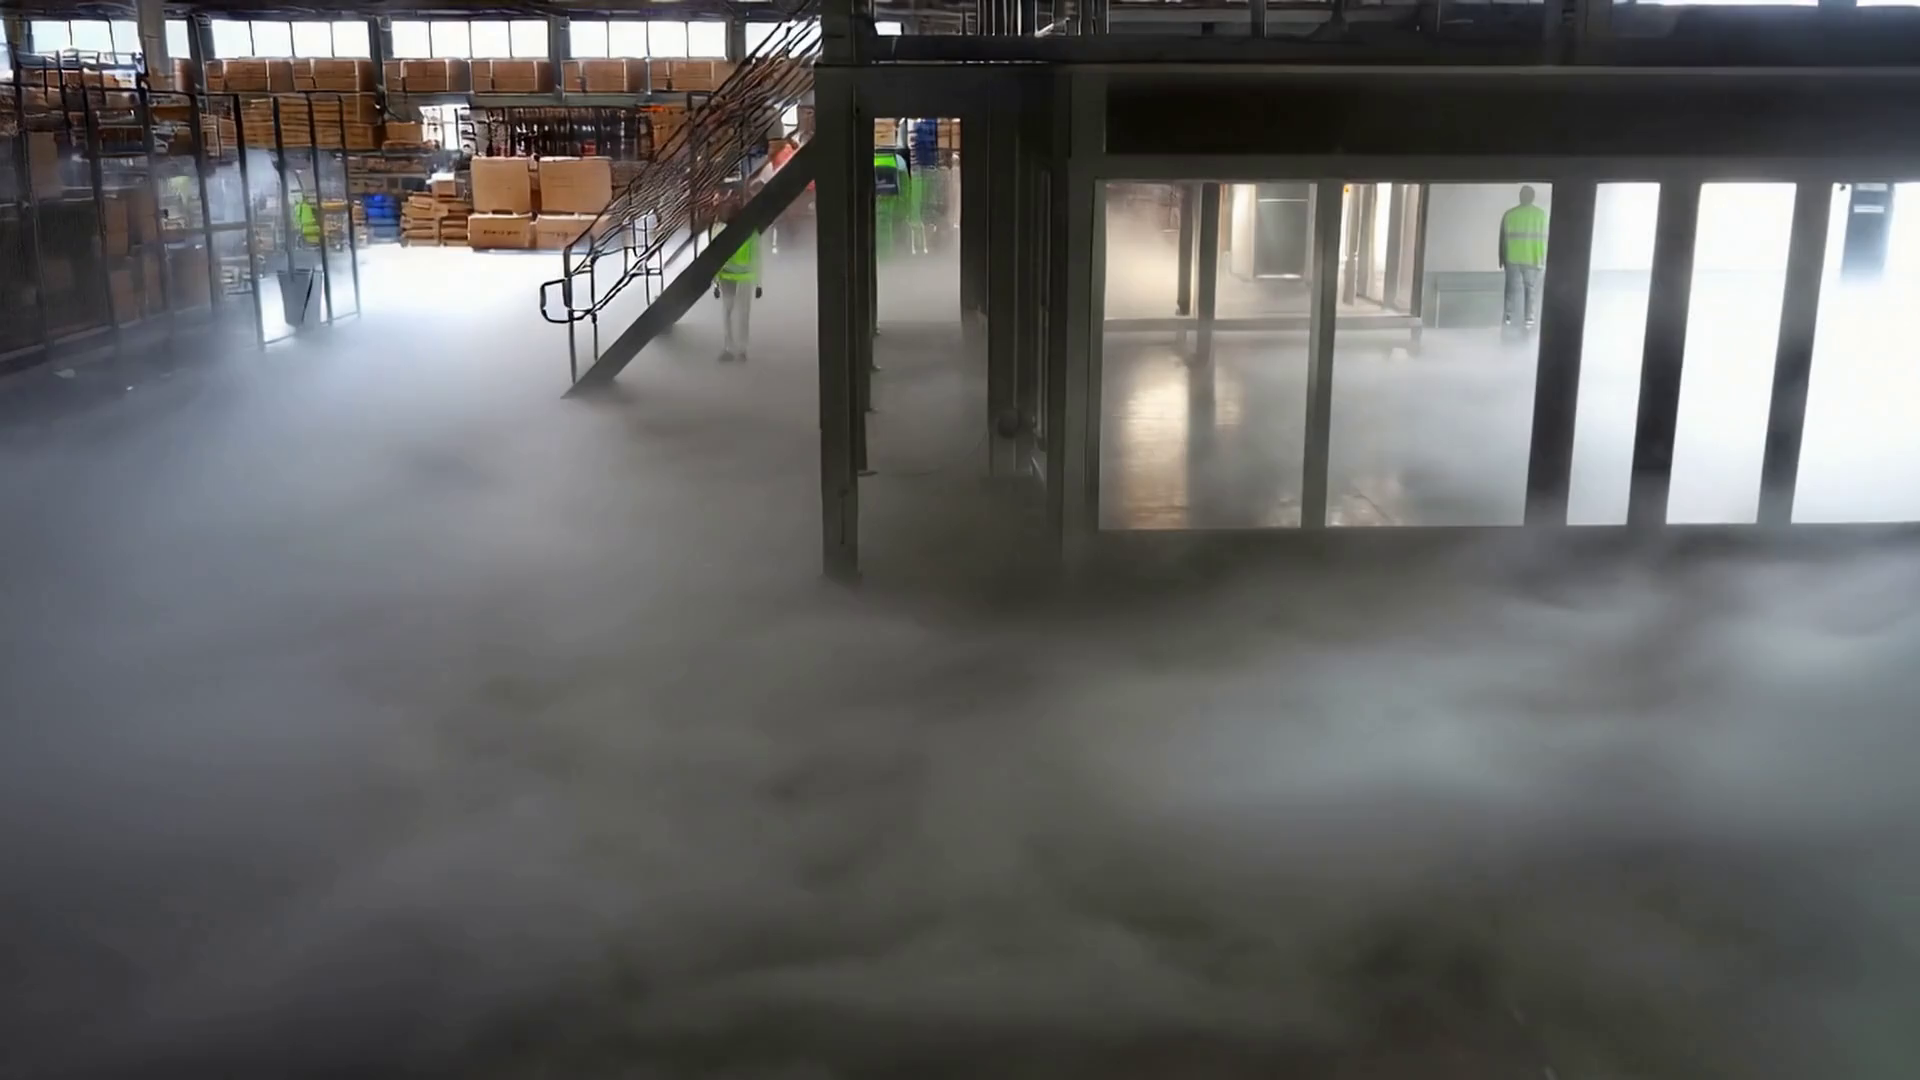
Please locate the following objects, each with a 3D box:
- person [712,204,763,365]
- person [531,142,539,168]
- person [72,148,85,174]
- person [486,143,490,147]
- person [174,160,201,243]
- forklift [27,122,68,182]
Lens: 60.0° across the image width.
[{"bbox_3d":[-2.579,-2.959,19.287,0.579,1.826,0.985,-3,14,-13],"label":"person"},{"bbox_3d":[-21.275,-19.060,83.407,0.405,1.943,0.615,7,16,27],"label":"person"},{"bbox_3d":[-39.269,-16.624,74.170,0.553,1.688,0.353,-7,16,-26],"label":"person"},{"bbox_3d":[-23.835,-19.093,83.818,0.724,1.805,0.608,-3,14,-12],"label":"person"},{"bbox_3d":[-17.369,-7.548,37.385,0.505,1.944,0.616,0,14,-1],"label":"person"},{"bbox_3d":[-35.376,-14.773,64.377,1.129,2.768,1.873,-1,14,-2],"label":"forklift"}]
